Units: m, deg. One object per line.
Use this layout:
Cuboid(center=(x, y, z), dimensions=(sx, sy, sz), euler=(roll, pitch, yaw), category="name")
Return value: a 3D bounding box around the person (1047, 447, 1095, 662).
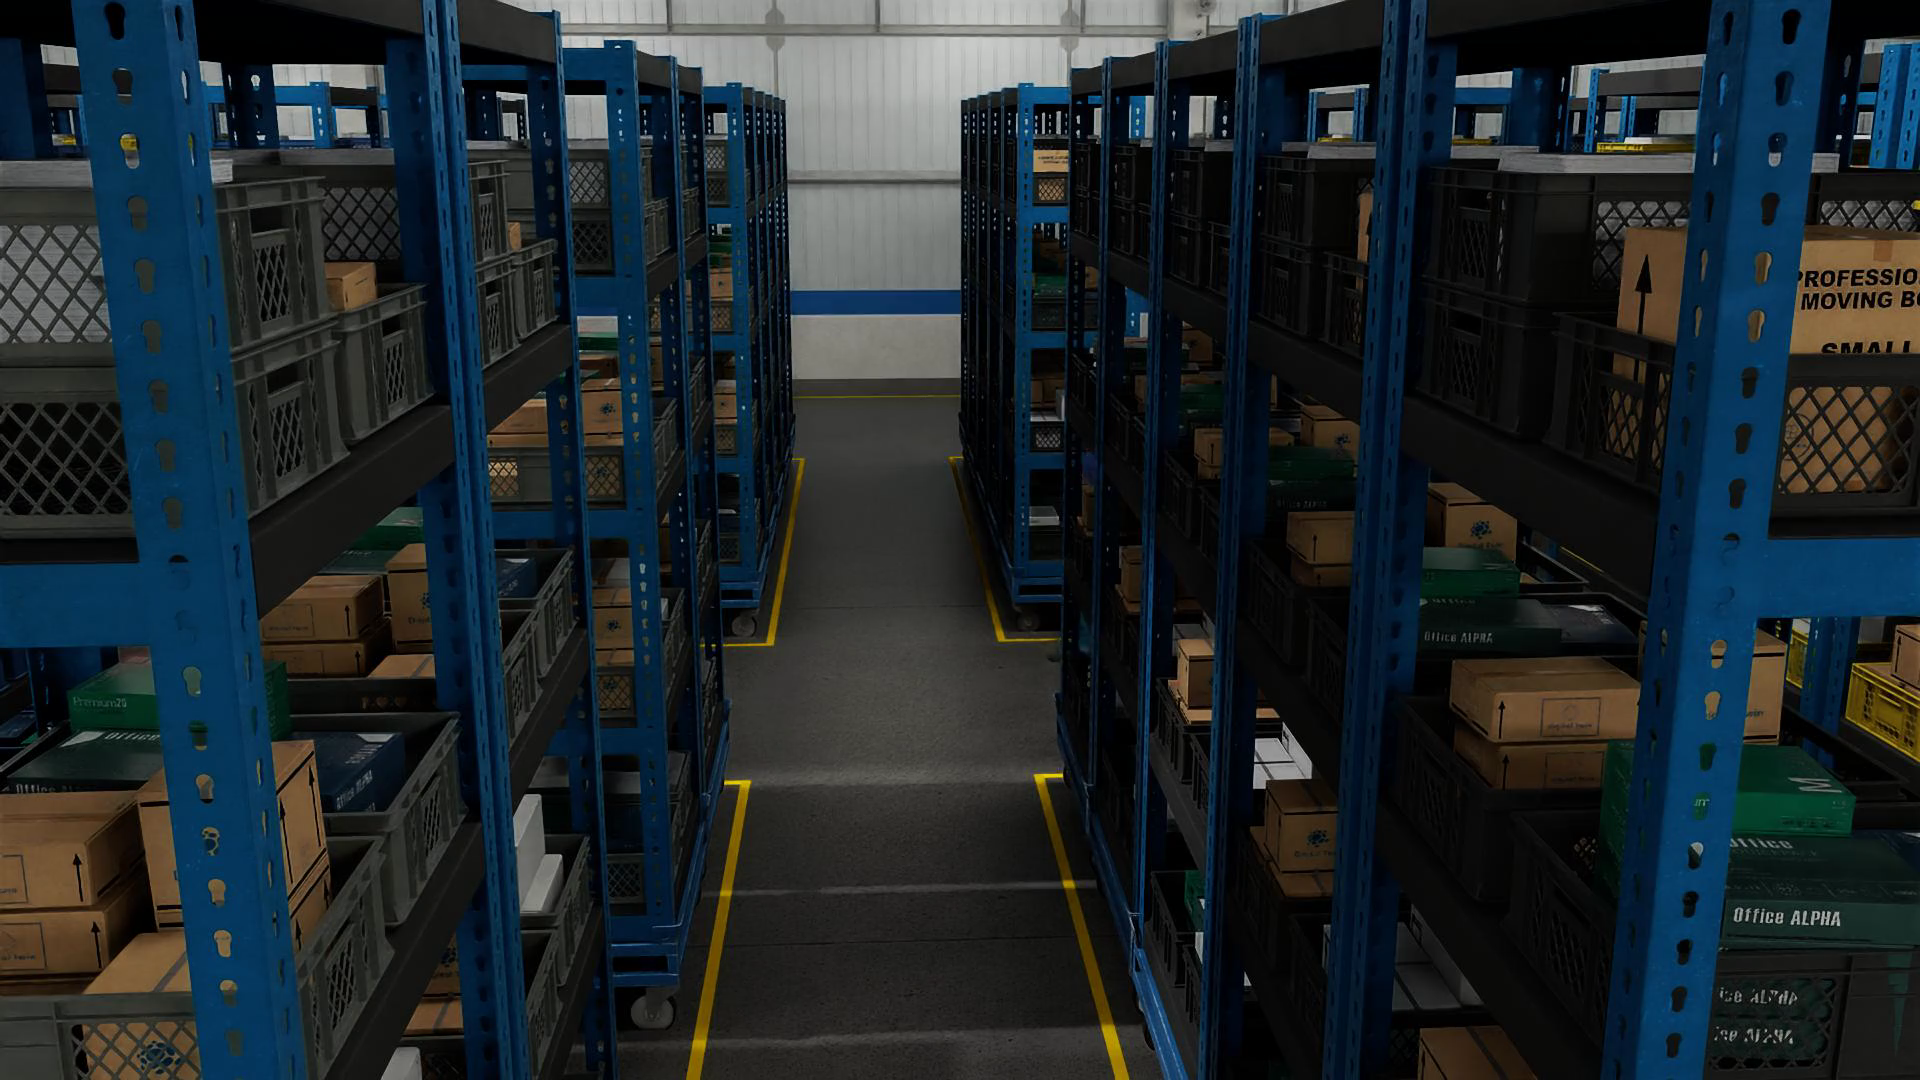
Cuboid(center=(0.959, -0.101, 10.405), dimensions=(0.727, 1.821, 0.577), euler=(-2, 14, -6), category="person")
